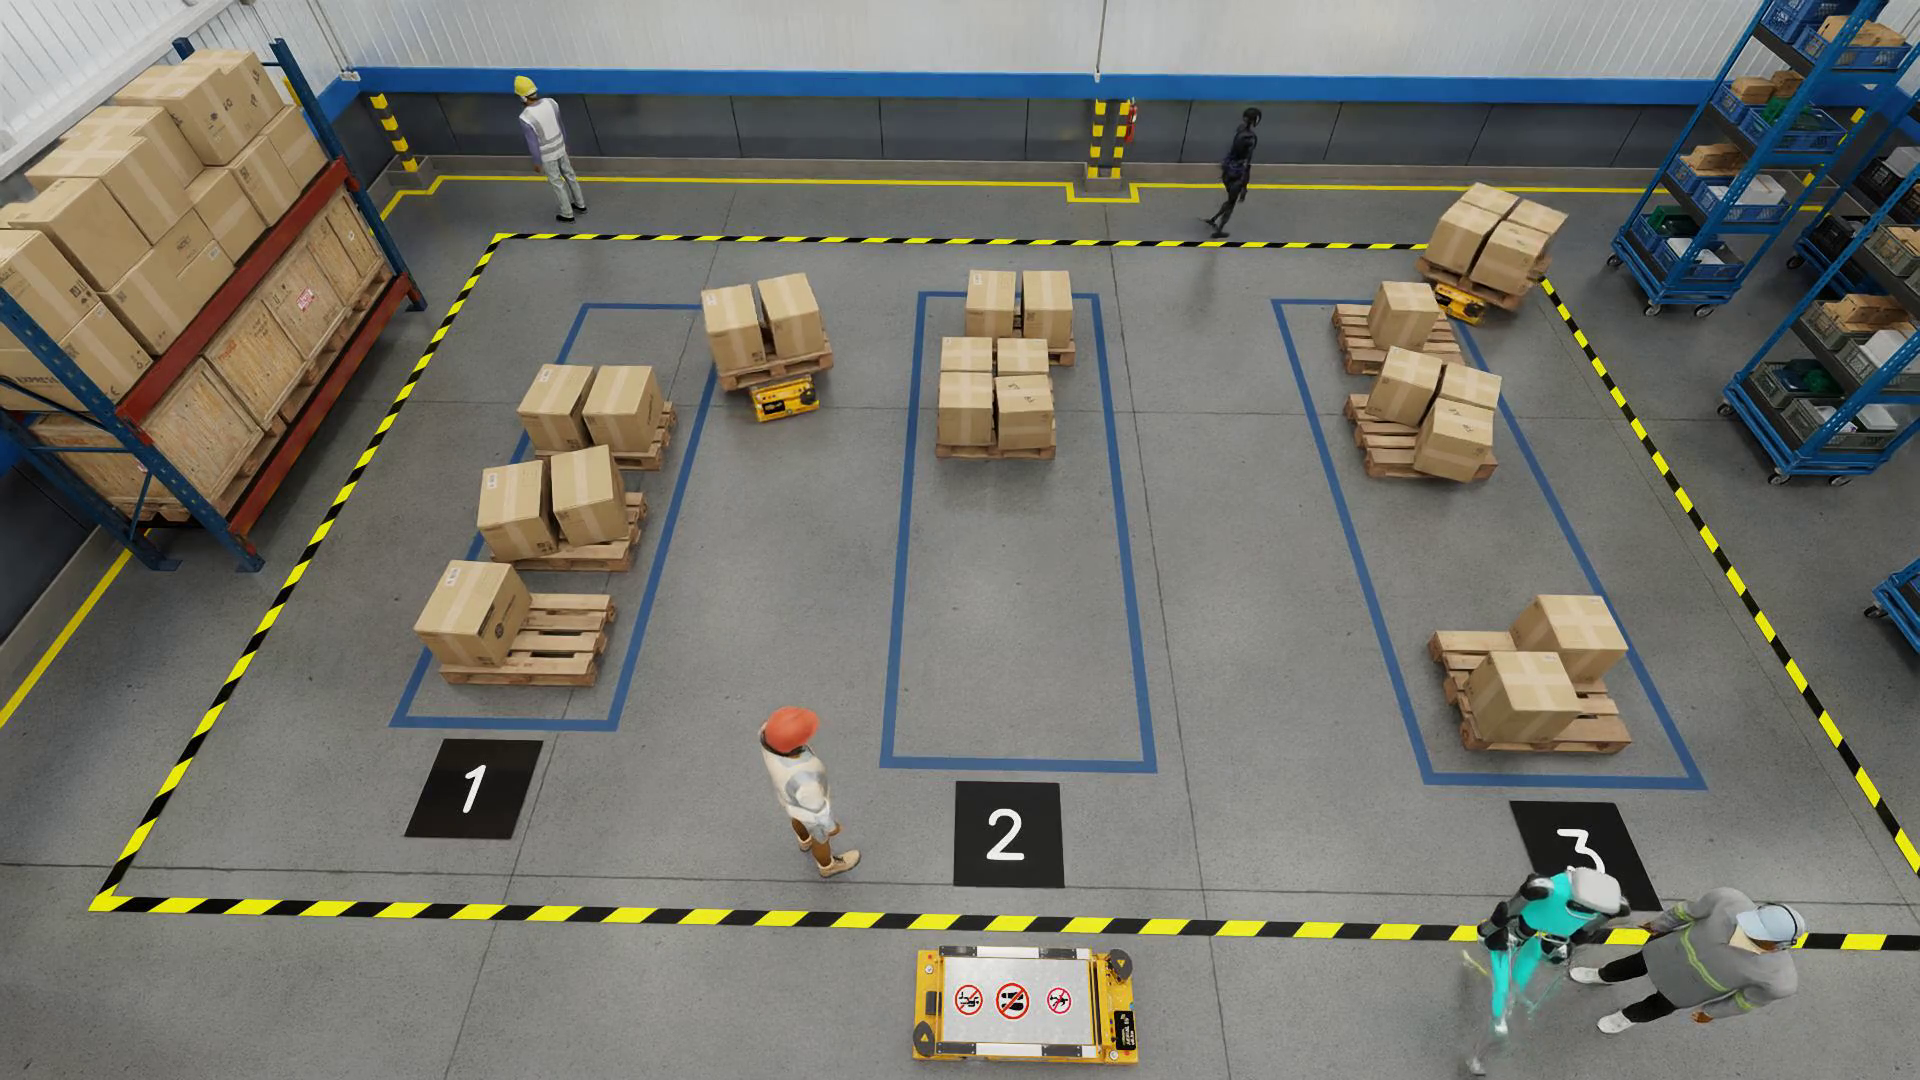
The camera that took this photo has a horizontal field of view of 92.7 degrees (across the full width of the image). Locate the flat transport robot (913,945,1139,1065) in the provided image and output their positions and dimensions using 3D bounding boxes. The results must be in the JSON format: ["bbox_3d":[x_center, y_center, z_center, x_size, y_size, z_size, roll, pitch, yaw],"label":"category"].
[{"bbox_3d":[0.422,3.041,6.007,1.431,0.231,0.659,1,51,1],"label":"flat transport robot"}]

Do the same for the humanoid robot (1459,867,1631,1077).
[{"bbox_3d":[3.373,2.650,5.414,0.530,1.783,1.015,10,52,8],"label":"humanoid robot"}]

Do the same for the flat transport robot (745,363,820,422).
[{"bbox_3d":[-2.027,-1.894,10.012,0.652,0.197,1.431,-15,52,-12],"label":"flat transport robot"}]

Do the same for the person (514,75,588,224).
[{"bbox_3d":[-5.122,-4.853,11.432,0.403,1.833,0.585,20,54,15],"label":"person"}]

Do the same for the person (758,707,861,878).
[{"bbox_3d":[-0.990,1.656,5.990,0.365,2.047,0.606,-32,57,-23],"label":"person"}]

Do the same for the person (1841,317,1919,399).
[{"bbox_3d":[9.454,-2.108,9.190,0.486,1.846,0.452,-6,51,-5],"label":"person"}]

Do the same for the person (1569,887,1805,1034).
[{"bbox_3d":[4.283,2.517,5.412,0.397,1.850,0.597,-6,51,-5],"label":"person"}]

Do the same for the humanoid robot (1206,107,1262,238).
[{"bbox_3d":[3.382,-4.472,11.222,0.344,1.643,0.612,-7,51,-5],"label":"humanoid robot"}]

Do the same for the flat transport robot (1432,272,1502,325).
[{"bbox_3d":[6.188,-3.122,11.013,0.652,0.197,1.431,35,59,25],"label":"flat transport robot"}]
